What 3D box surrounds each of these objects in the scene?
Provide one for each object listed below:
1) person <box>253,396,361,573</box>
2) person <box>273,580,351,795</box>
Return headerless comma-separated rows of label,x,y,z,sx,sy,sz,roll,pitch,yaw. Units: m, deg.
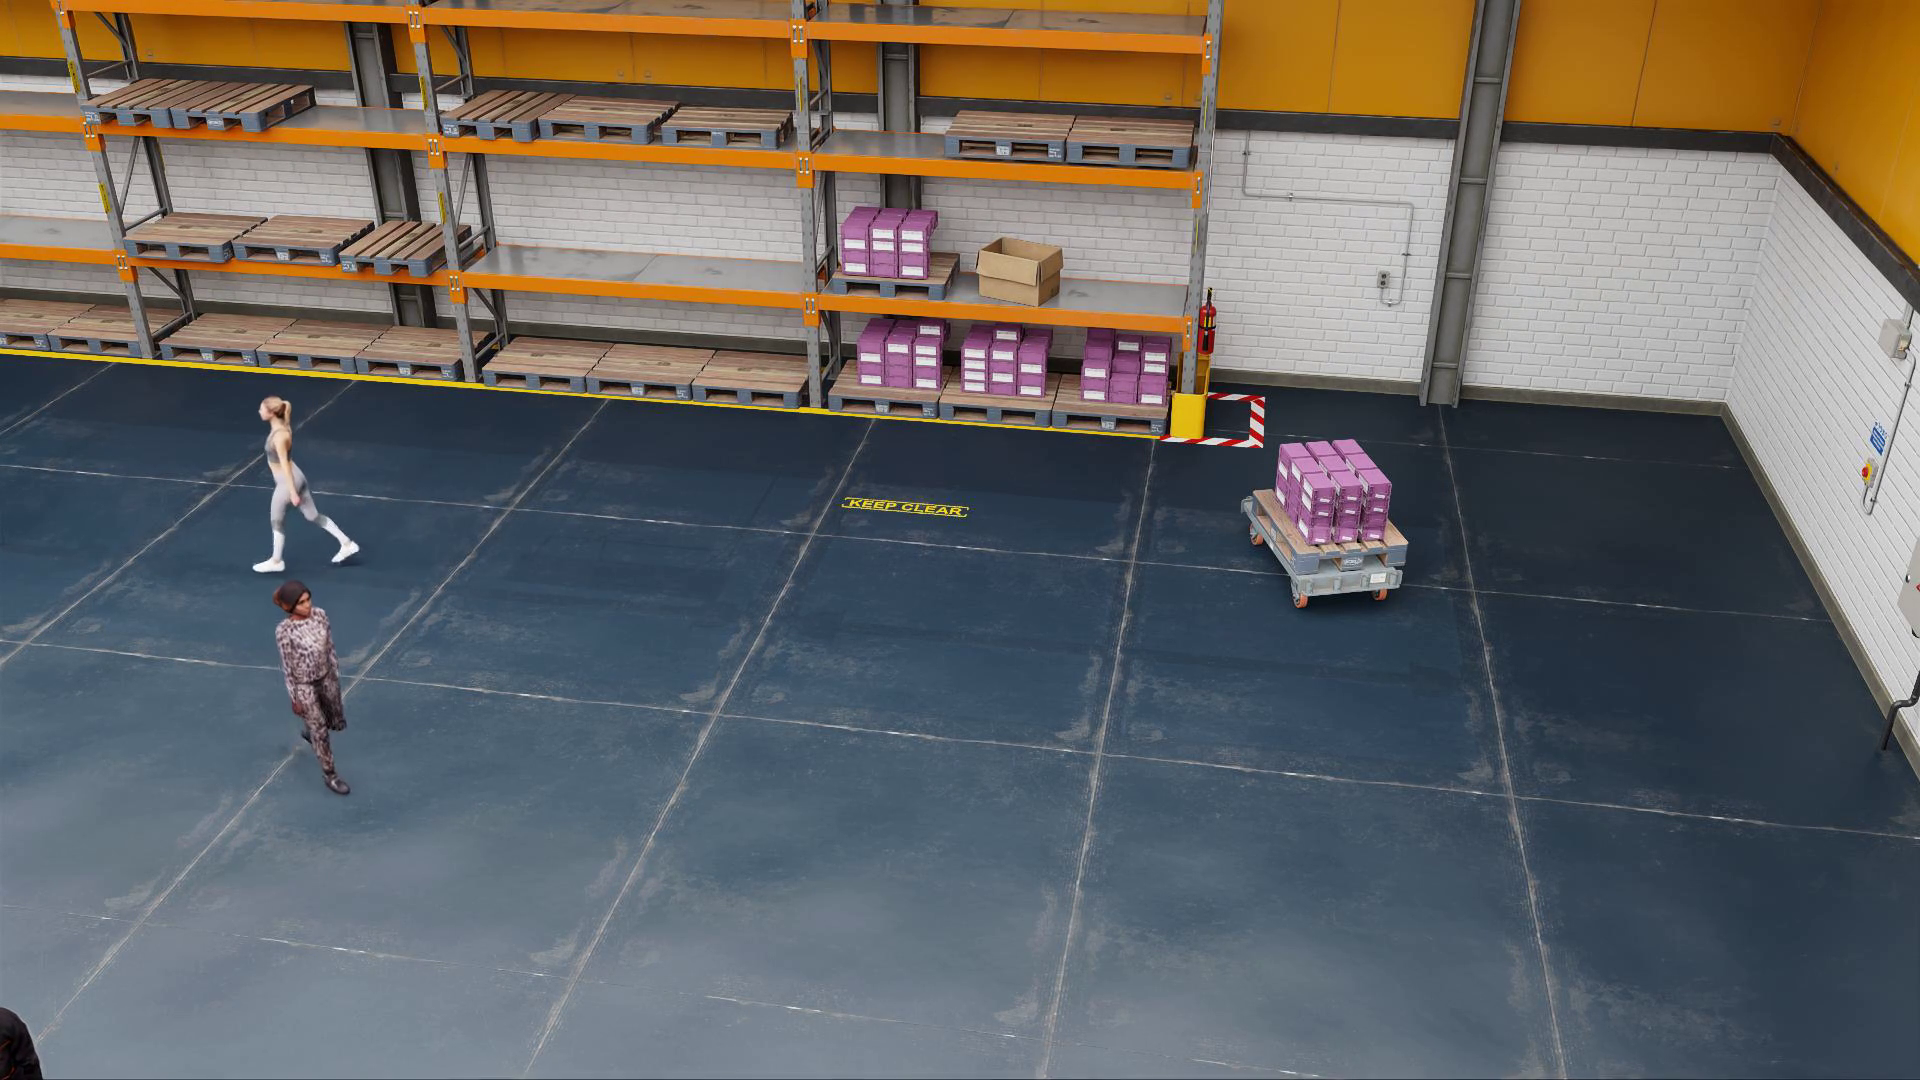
person,-5.788,-0.481,14.618,1.211,1.665,0.868,-6,29,-10
person,-4.655,1.018,11.829,0.921,1.705,0.790,21,35,33
